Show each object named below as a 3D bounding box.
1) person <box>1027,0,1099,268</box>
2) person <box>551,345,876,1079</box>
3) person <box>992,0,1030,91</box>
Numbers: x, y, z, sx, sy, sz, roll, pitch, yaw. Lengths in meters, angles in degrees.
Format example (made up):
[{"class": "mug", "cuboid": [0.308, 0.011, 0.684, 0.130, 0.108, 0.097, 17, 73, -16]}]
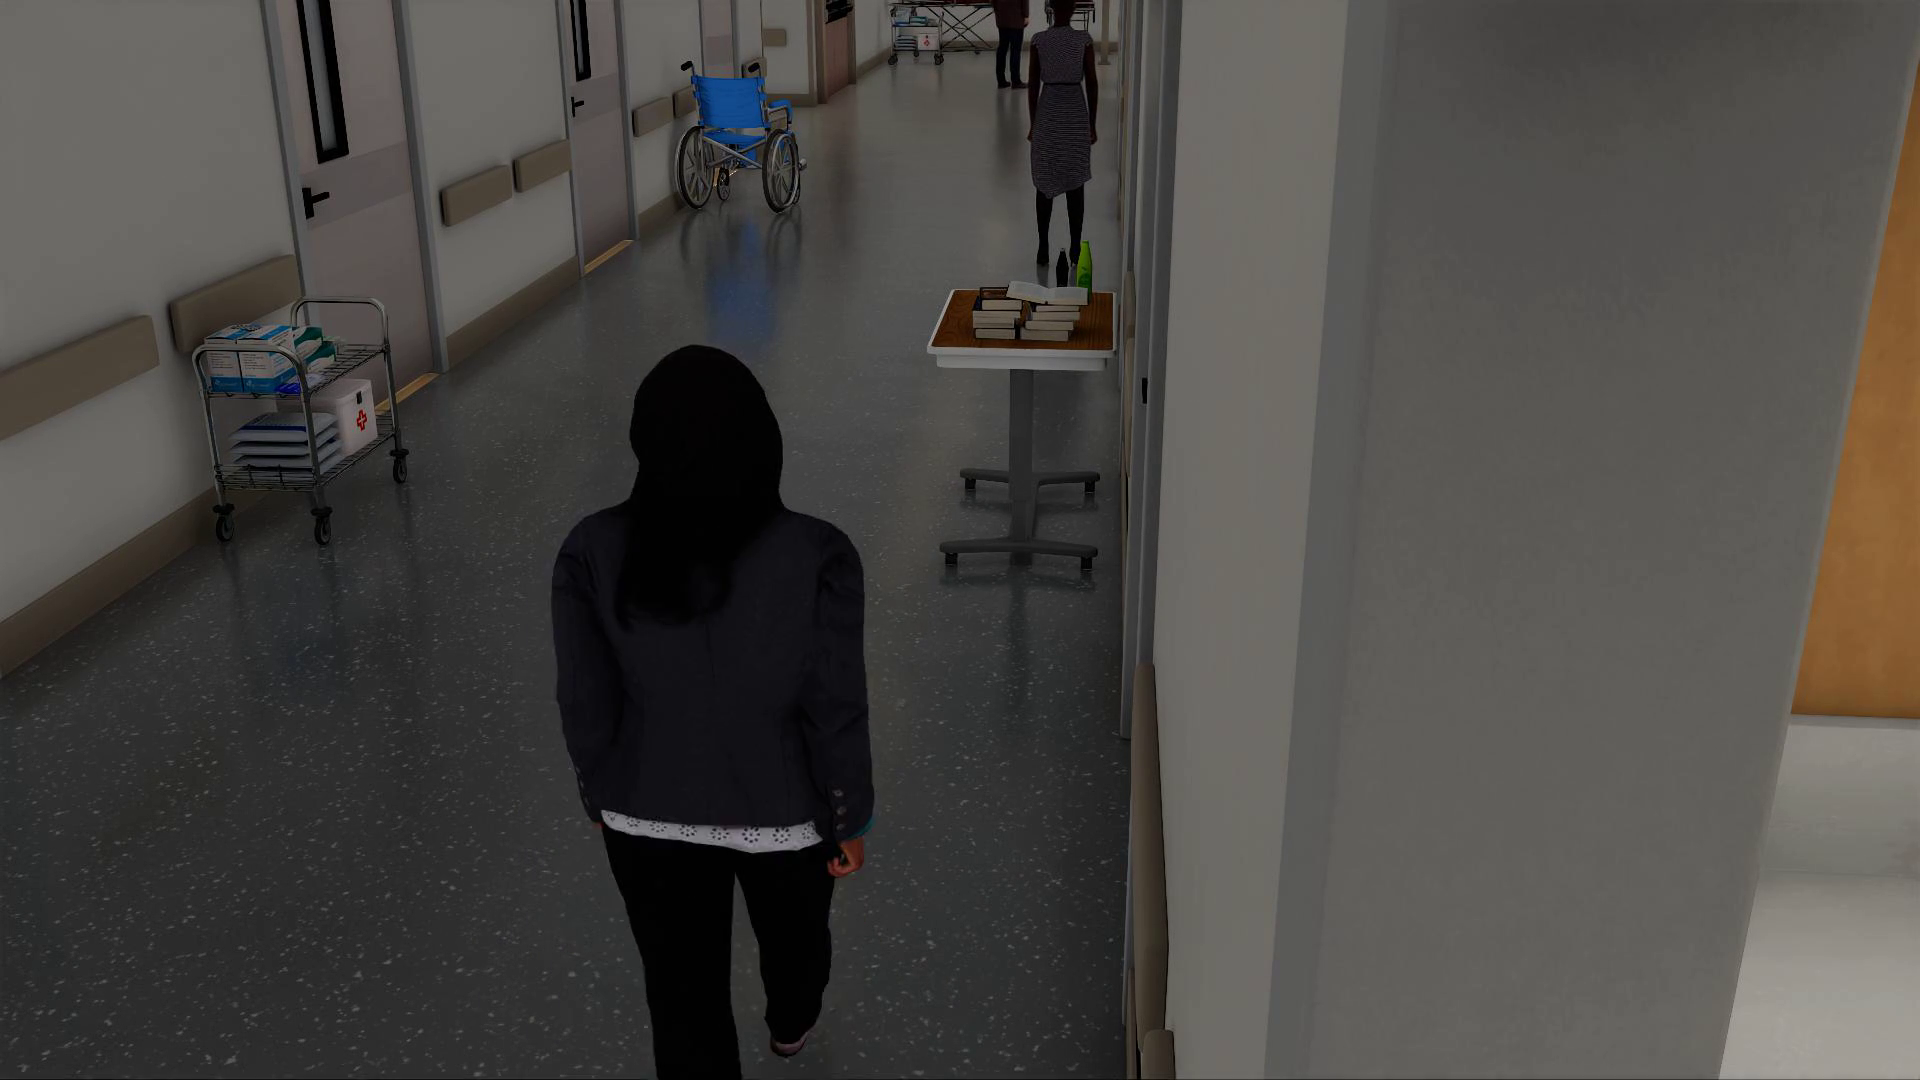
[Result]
[{"class": "person", "cuboid": [0.660, -2.684, 10.844, 0.627, 1.789, 0.541, 4, 21, 10]}, {"class": "person", "cuboid": [-0.405, 0.486, 2.795, 0.761, 1.562, 1.027, -1, 21, -3]}, {"class": "person", "cuboid": [0.661, -6.897, 21.890, 0.870, 1.844, 0.897, 18, 27, 39]}]
